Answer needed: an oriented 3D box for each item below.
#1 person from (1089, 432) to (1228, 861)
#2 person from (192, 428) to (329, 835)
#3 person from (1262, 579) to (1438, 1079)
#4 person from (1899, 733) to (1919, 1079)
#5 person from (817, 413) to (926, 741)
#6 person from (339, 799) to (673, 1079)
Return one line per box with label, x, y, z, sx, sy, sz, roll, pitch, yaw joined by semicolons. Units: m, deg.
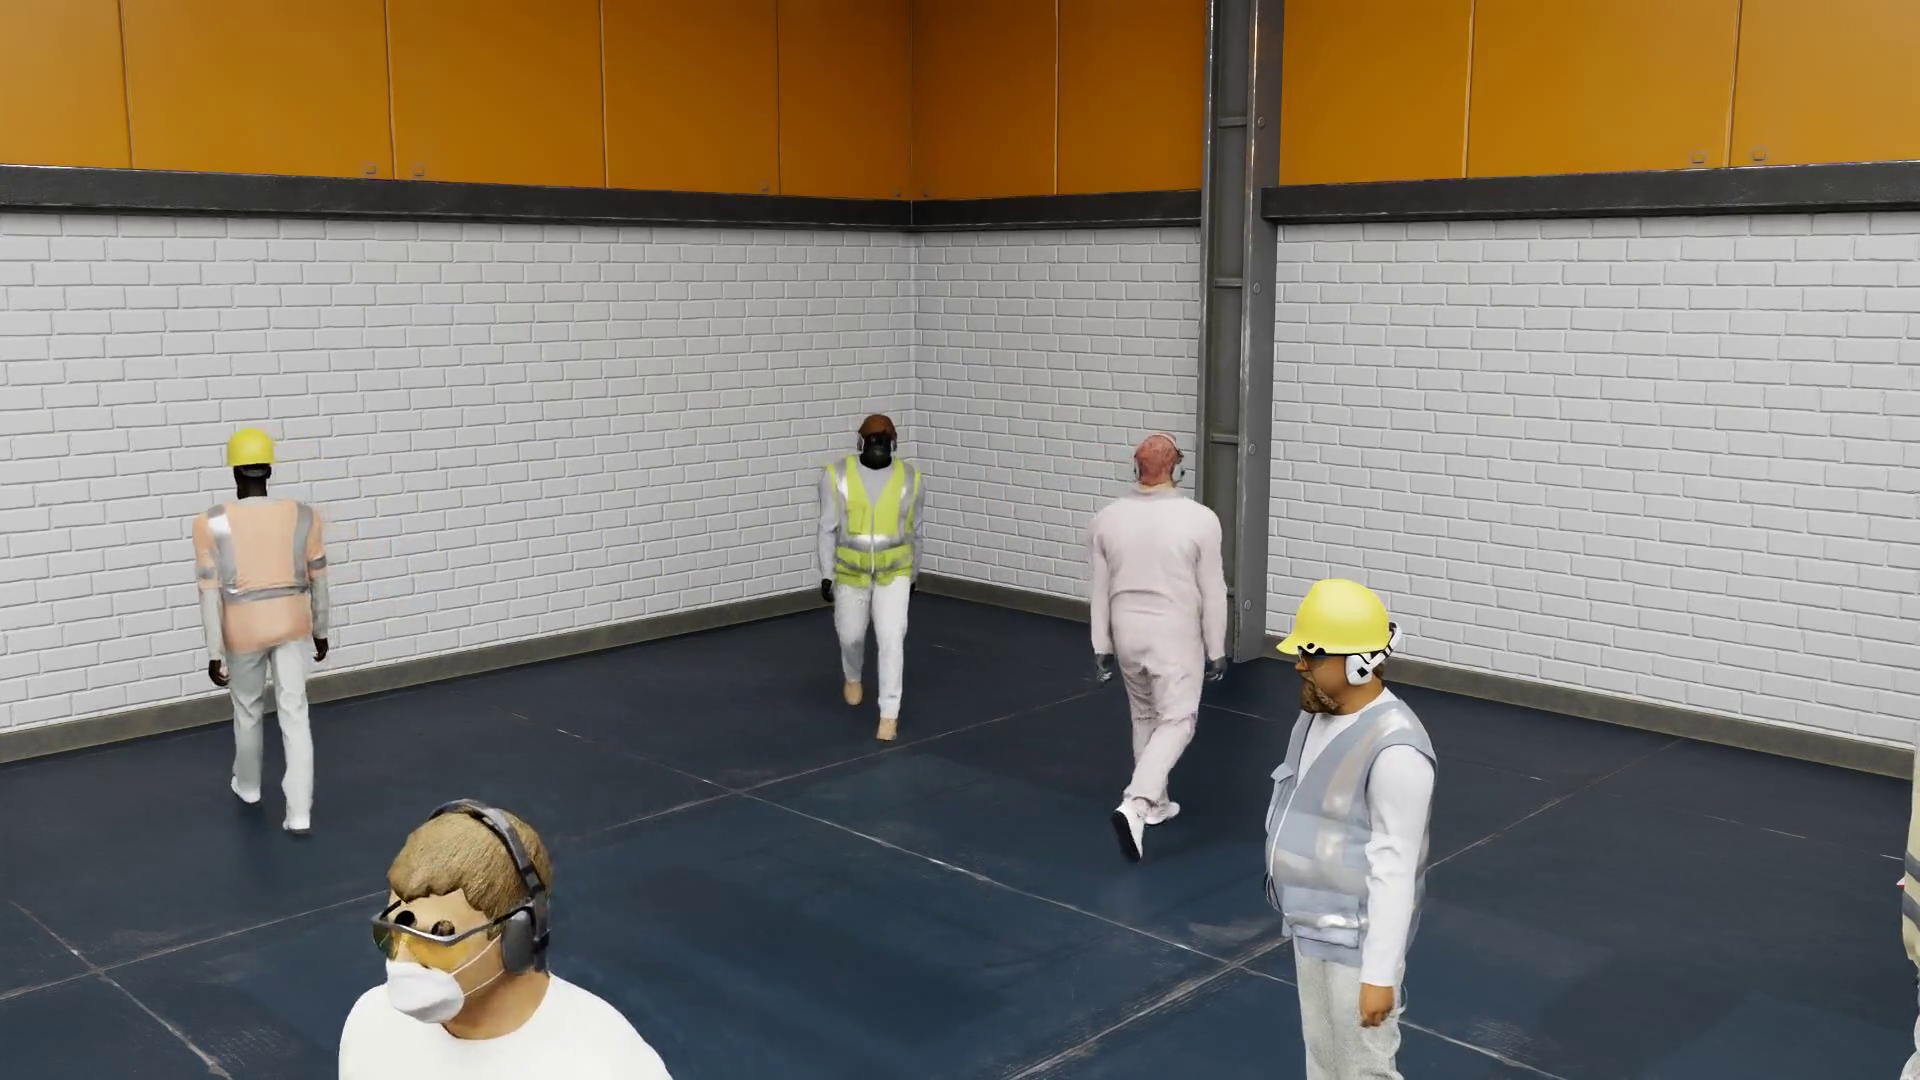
person;0.859;0.461;7.480;0.634;1.884;0.842;7;11;35
person;-3.259;0.413;7.806;0.603;1.873;1.017;-6;11;-35
person;0.993;1.001;4.345;0.403;1.826;0.591;-2;9;-11
person;2.559;1.031;4.117;0.403;1.835;0.588;2;9;12
person;-0.500;0.168;9.486;0.615;1.817;0.839;0;9;-3
person;-0.622;1.271;2.466;0.642;1.905;0.981;6;11;34
